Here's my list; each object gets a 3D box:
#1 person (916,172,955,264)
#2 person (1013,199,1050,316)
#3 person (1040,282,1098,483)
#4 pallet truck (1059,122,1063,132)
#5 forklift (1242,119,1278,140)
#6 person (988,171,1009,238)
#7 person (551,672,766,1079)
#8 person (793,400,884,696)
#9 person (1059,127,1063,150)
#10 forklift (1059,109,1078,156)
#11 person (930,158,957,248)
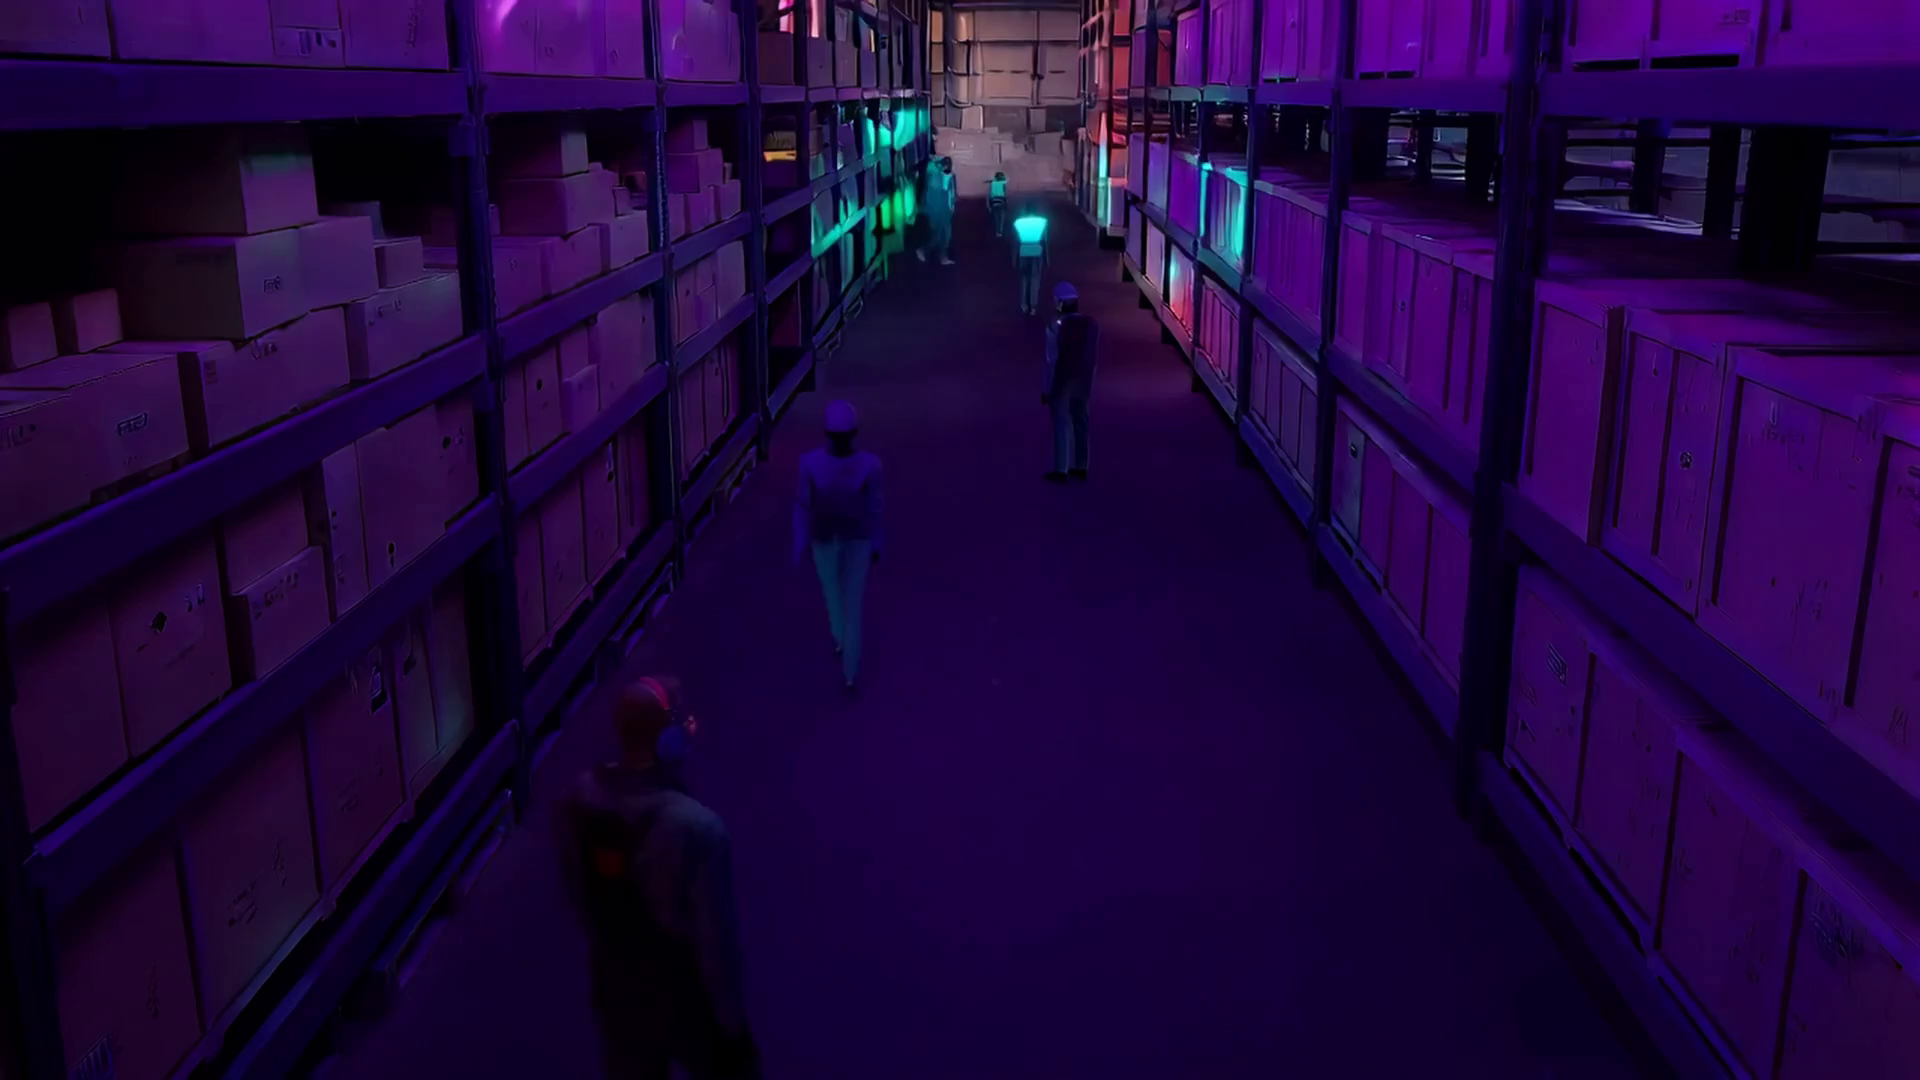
[{"bbox_3d":[-0.500,-6.657,34.450,0.737,1.881,0.653,-6,16,-22],"label":"person"},{"bbox_3d":[1.151,-4.532,26.656,0.571,1.822,0.770,2,15,8],"label":"person"},{"bbox_3d":[0.968,-1.426,15.107,0.588,1.822,0.403,-11,18,-35],"label":"person"},{"bbox_3d":[5.788,-21.111,88.014,1.885,1.965,0.823,5,16,18],"label":"pallet truck"},{"bbox_3d":[7.616,-9.410,42.804,1.129,2.768,1.873,-5,16,-19],"label":"forklift"},{"bbox_3d":[0.943,-8.212,40.728,0.528,1.628,0.392,2,15,6],"label":"person"},{"bbox_3d":[-0.853,1.294,4.834,0.670,1.894,0.432,11,18,34],"label":"person"},{"bbox_3d":[-0.722,-0.005,10.024,0.527,1.722,0.920,2,15,6],"label":"person"},{"bbox_3d":[4.952,-19.283,81.455,0.579,1.878,0.348,-1,15,-3],"label":"person"},{"bbox_3d":[4.697,-16.888,70.628,1.873,2.768,1.129,-9,17,-30],"label":"forklift"},{"bbox_3d":[-0.379,-7.673,37.960,0.623,2.021,0.612,0,15,0],"label":"person"}]
